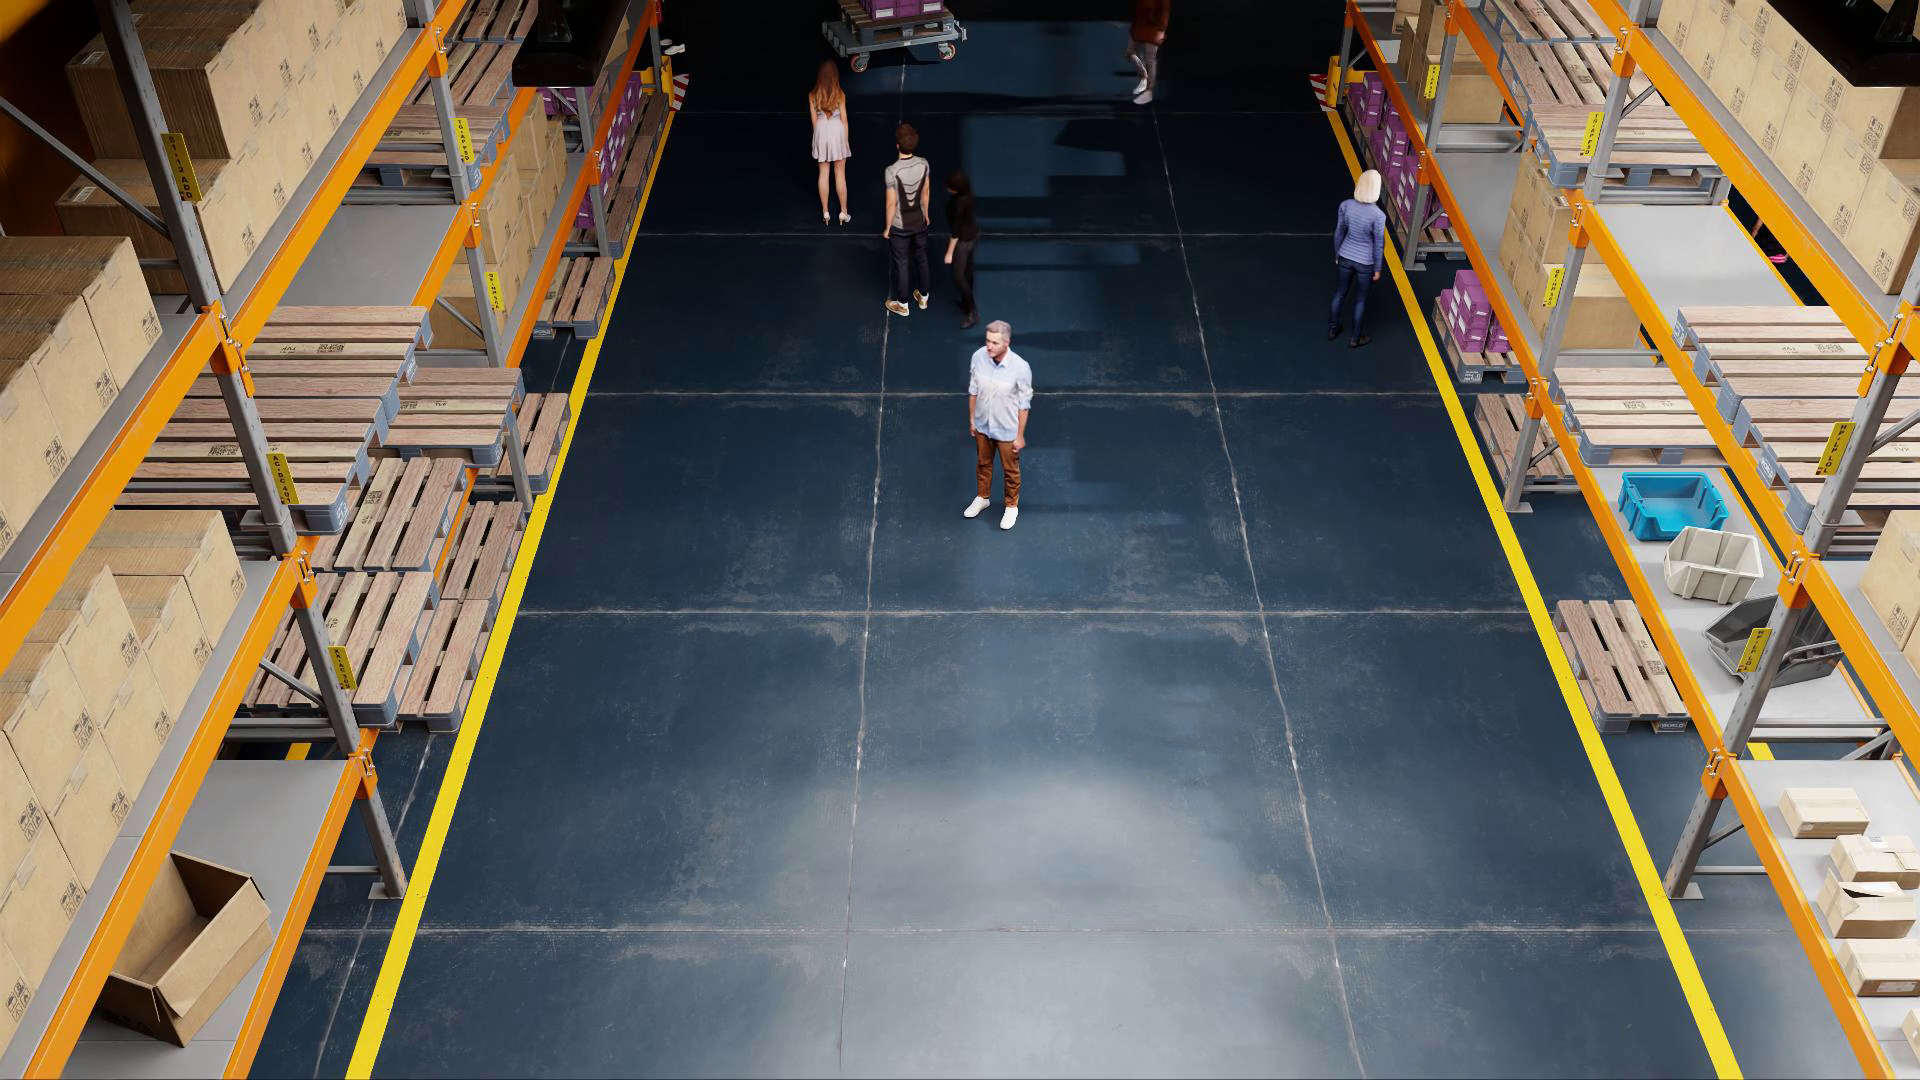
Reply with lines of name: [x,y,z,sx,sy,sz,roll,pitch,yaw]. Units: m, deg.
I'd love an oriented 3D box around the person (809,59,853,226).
person: [-1.326,-4.058,17.019,0.587,1.770,0.605,4,39,5]

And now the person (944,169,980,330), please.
person: [0.048,-2.818,15.602,0.818,1.600,0.615,18,42,21]

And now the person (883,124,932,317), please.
person: [-0.485,-2.997,15.588,0.733,1.897,0.748,-22,43,-25]

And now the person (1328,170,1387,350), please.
person: [3.628,-2.568,15.173,0.721,1.745,0.766,29,47,31]

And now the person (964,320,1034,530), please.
person: [0.298,-0.934,13.062,0.767,1.827,0.748,18,42,21]

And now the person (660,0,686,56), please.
person: [-3.644,-6.921,20.671,0.775,1.687,0.634,-9,39,-11]

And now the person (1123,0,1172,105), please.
person: [2.268,-6.020,19.426,0.905,1.832,0.817,-23,44,-26]
